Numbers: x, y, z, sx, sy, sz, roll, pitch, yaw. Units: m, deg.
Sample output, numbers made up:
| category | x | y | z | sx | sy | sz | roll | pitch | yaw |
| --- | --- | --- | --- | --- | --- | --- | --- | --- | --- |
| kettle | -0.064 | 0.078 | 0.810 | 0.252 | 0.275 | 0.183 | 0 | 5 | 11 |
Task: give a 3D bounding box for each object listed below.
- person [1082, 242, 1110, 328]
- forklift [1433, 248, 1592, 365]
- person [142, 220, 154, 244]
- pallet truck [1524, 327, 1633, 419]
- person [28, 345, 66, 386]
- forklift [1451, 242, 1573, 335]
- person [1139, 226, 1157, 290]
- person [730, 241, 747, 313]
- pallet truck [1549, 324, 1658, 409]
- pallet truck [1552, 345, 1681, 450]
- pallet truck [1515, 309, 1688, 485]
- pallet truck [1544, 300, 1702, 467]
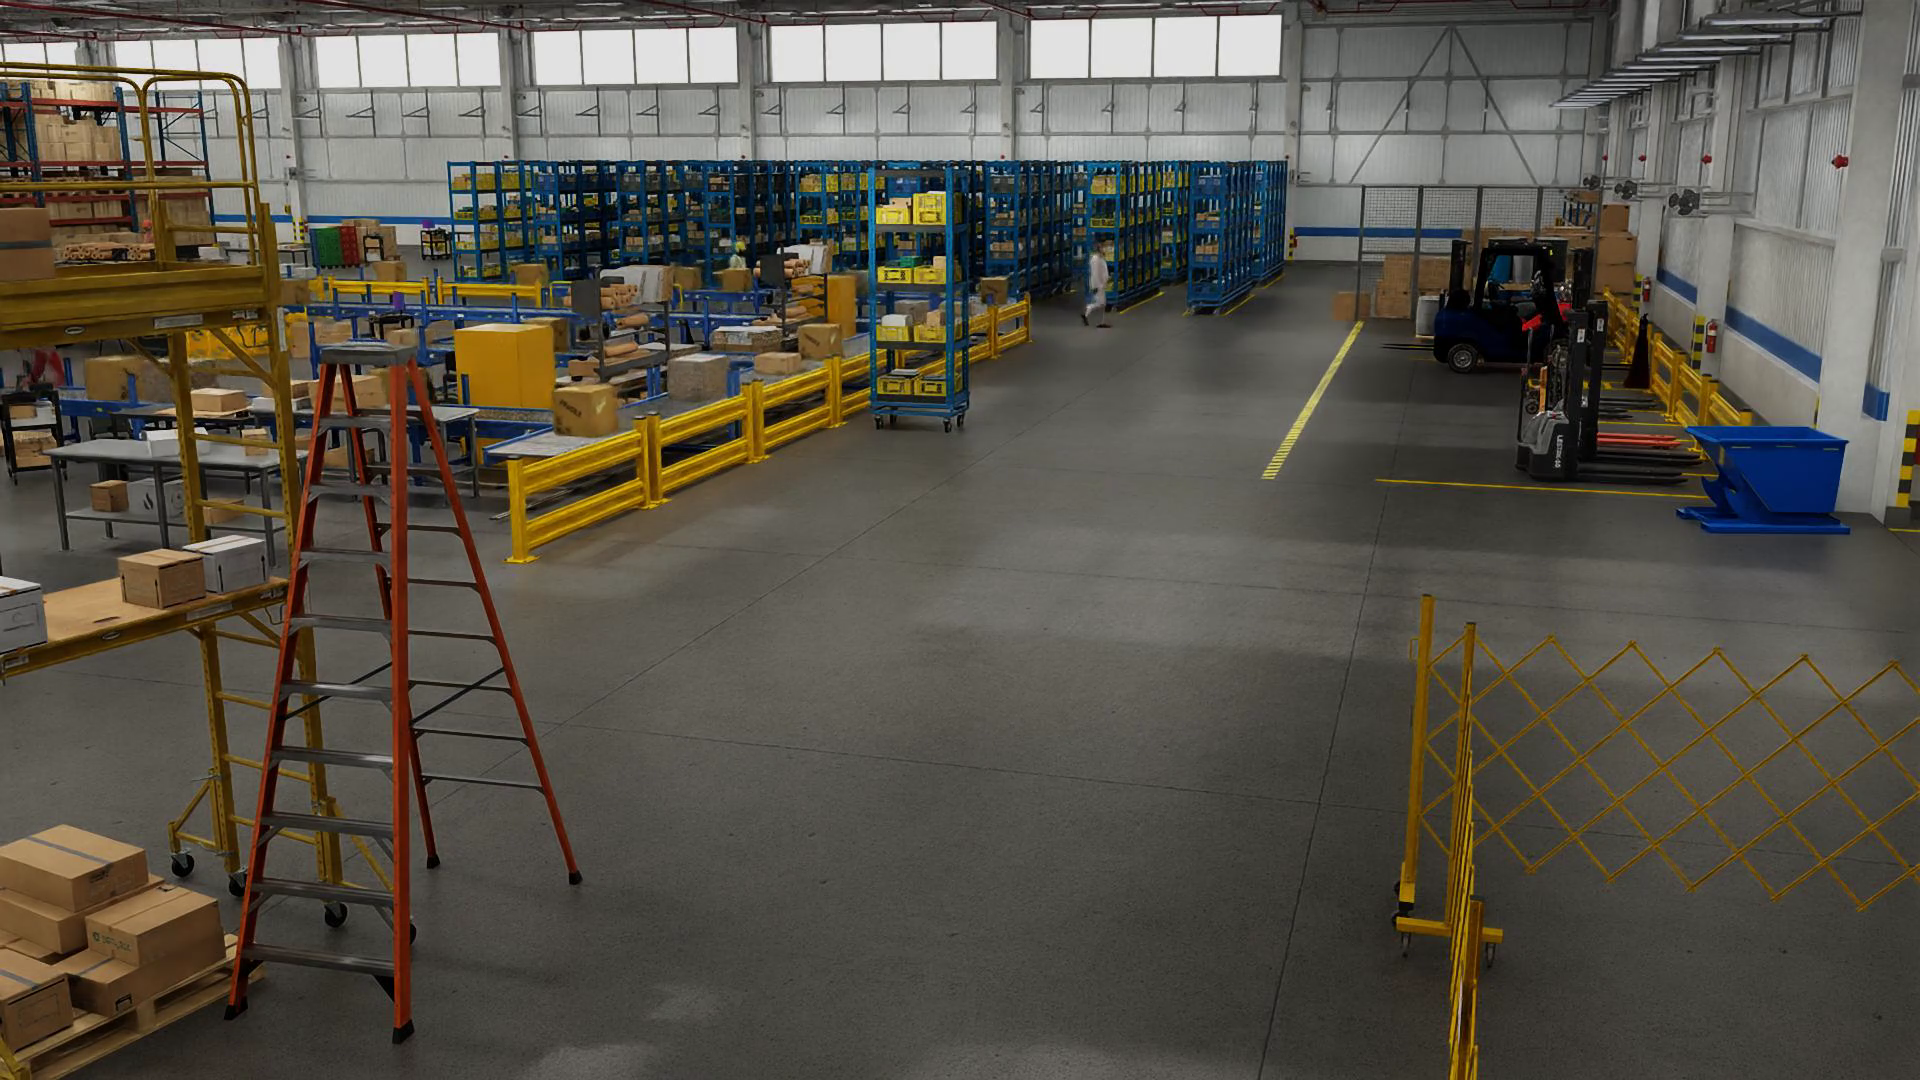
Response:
| category | x | y | z | sx | sy | sz | roll | pitch | yaw |
| --- | --- | --- | --- | --- | --- | --- | --- | --- | --- |
| person | 3.034 | -5.620 | 36.705 | 0.513 | 1.890 | 0.662 | 5 | 14 | 20 |
| forklift | 9.780 | -4.111 | 29.280 | 2.680 | 1.987 | 1.157 | 3 | 13 | 14 |
| person | -22.731 | -8.001 | 46.787 | 0.611 | 1.985 | 0.393 | 8 | 15 | 31 |
| pallet truck | 9.065 | -2.460 | 24.370 | 1.522 | 1.261 | 0.704 | 3 | 13 | 14 |
| person | -13.901 | -2.895 | 25.308 | 0.538 | 1.718 | 0.902 | 11 | 17 | 39 |
| forklift | 10.464 | -4.597 | 31.405 | 2.680 | 1.987 | 1.157 | 4 | 14 | 16 |
| person | 5.244 | -7.891 | 46.645 | 0.434 | 1.828 | 0.679 | -11 | 17 | -40 |
| person | -5.090 | -5.975 | 38.399 | 0.426 | 1.815 | 0.606 | 4 | 13 | 15 |
| pallet truck | 9.824 | -2.669 | 25.407 | 1.601 | 1.201 | 0.680 | 4 | 14 | 16 |
| pallet truck | 8.641 | -1.896 | 21.908 | 1.630 | 1.274 | 0.653 | 4 | 14 | 16 |
| pallet truck | 7.554 | -1.677 | 19.446 | 1.885 | 1.965 | 0.823 | 3 | 13 | 14 |
| pallet truck | 8.263 | -1.952 | 20.631 | 1.885 | 1.965 | 0.823 | 5 | 14 | 20 |
